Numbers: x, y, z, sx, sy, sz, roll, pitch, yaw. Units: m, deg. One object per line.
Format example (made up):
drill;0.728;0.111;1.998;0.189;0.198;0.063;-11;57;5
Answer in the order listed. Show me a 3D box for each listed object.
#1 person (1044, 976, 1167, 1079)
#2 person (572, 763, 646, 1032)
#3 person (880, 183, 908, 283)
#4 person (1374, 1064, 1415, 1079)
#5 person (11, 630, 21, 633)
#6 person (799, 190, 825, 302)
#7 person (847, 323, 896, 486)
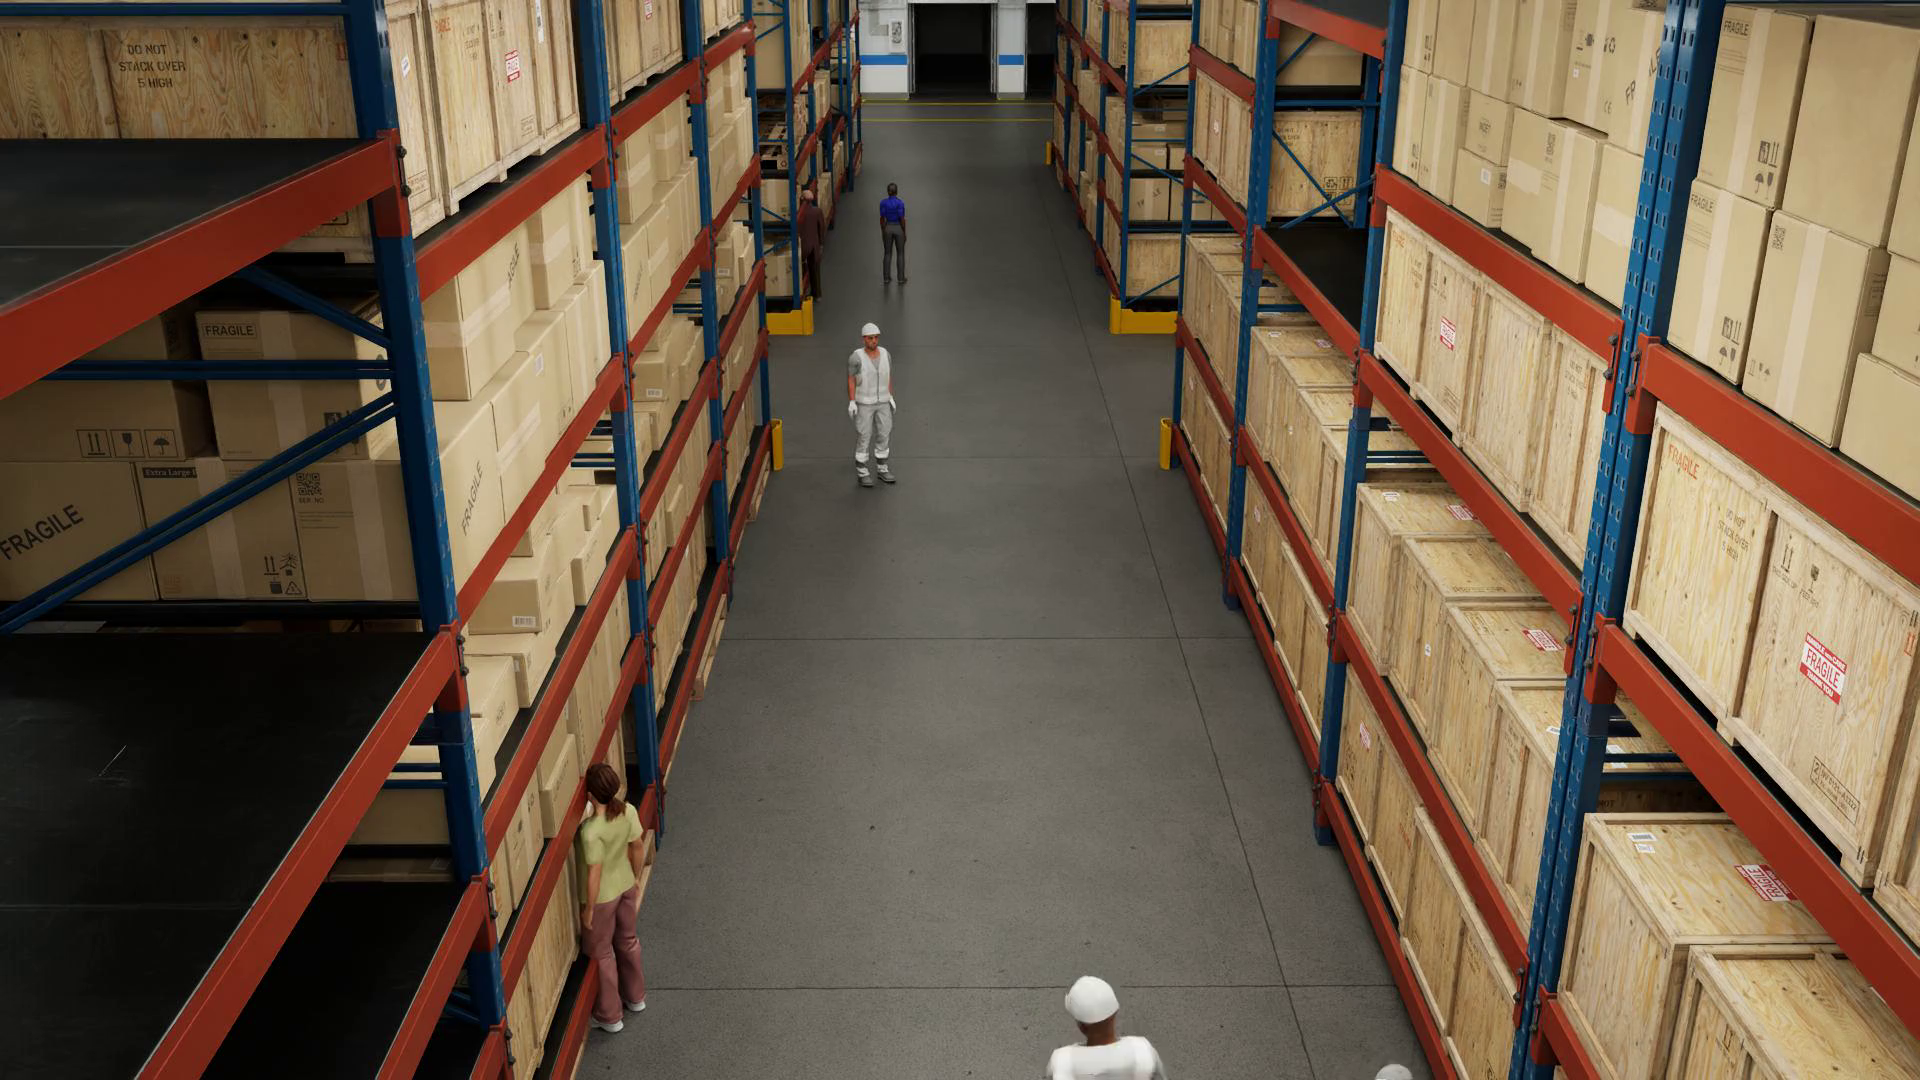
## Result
person;0.659;2.743;7.517;0.598;1.771;0.439;-3;22;-8
person;-2.024;2.024;9.504;0.393;1.671;0.435;12;24;28
person;-1.090;-5.097;27.588;0.434;1.656;0.361;5;22;12
person;1.755;2.908;7.277;0.631;1.657;0.550;9;23;22
person;-6.647;1.135;11.549;0.626;1.780;0.504;-4;22;-10
person;-2.469;-4.653;26.289;0.567;1.779;0.499;-19;29;-40
person;-0.950;-1.492;18.262;0.548;1.794;0.381;-11;24;-27
